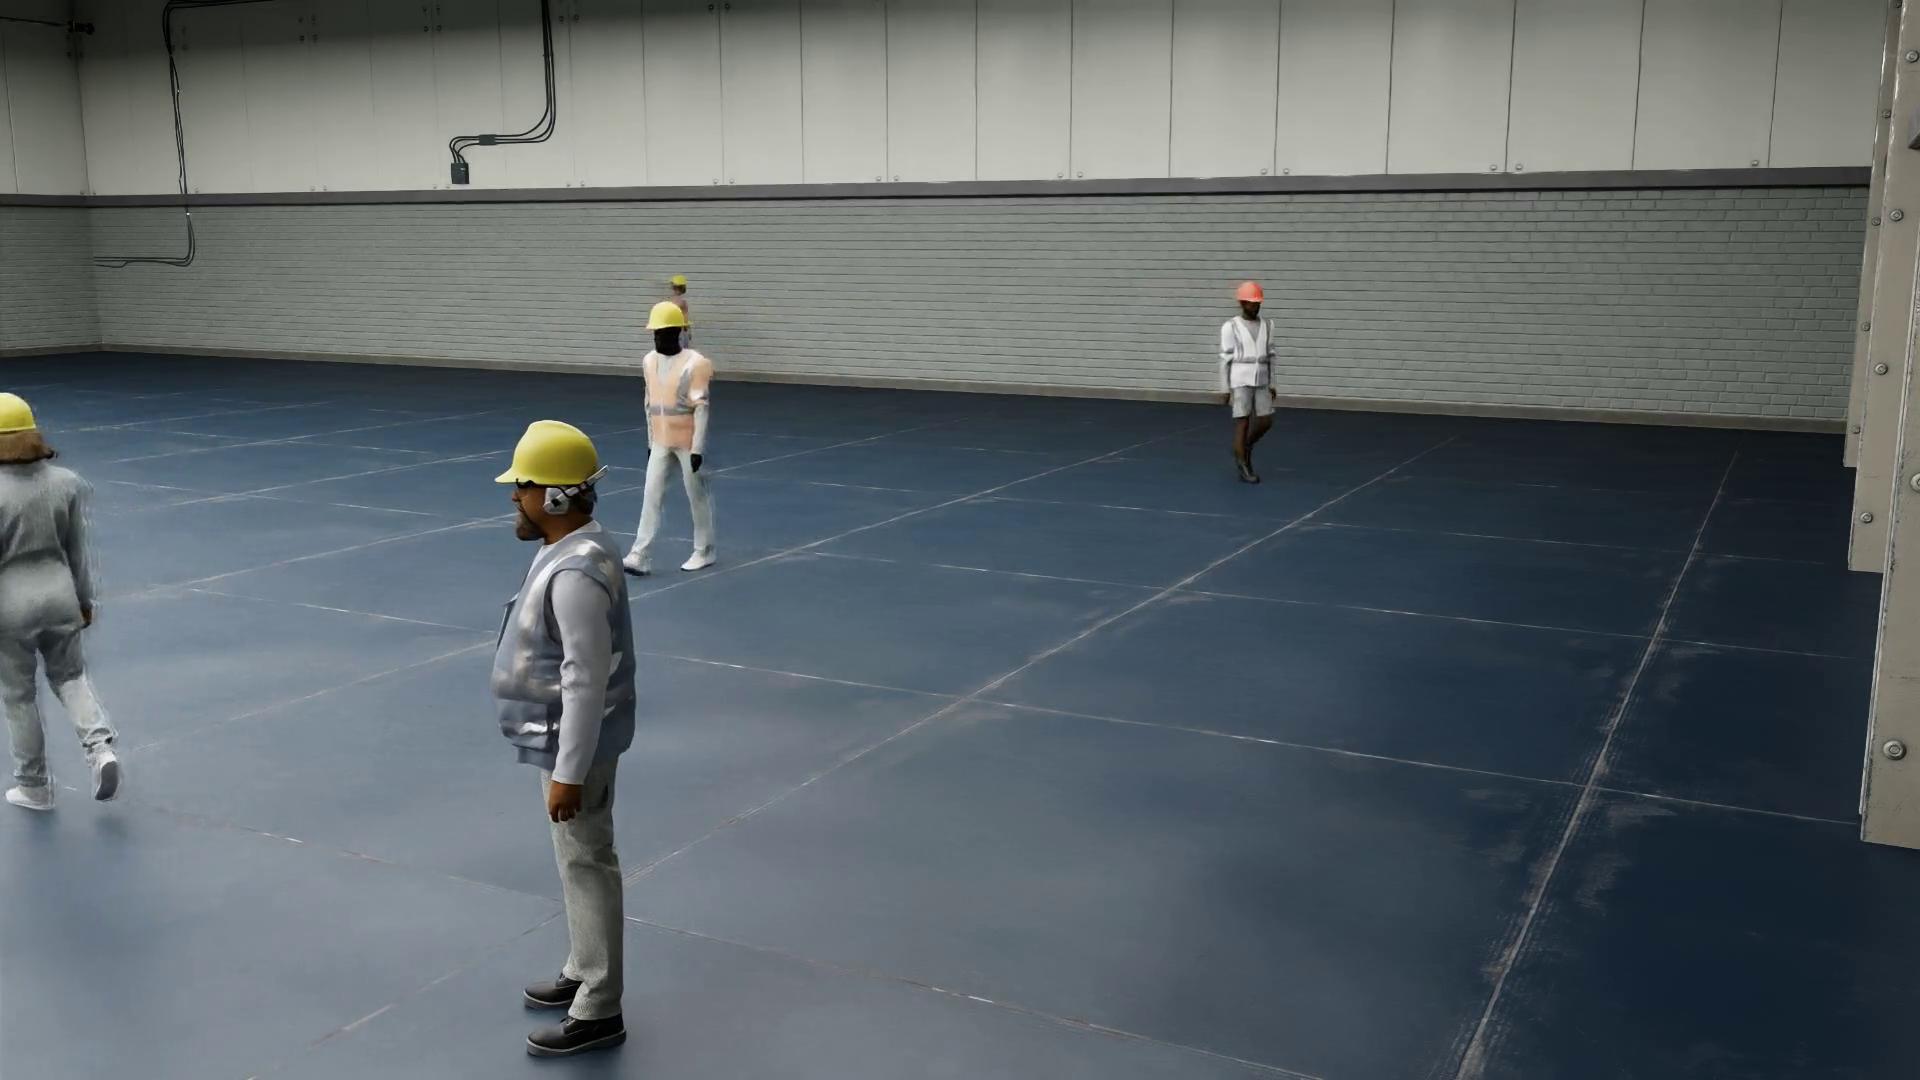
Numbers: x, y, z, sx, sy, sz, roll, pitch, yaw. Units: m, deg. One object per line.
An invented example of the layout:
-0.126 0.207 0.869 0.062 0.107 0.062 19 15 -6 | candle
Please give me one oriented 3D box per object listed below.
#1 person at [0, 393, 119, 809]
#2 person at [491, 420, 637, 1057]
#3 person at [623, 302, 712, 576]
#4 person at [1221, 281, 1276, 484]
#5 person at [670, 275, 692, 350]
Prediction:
-3.723 0.268 6.706 0.546 1.727 0.500 7 12 33 | person
-1.139 0.567 4.821 0.404 1.833 0.586 -3 11 -13 | person
-2.026 -0.674 11.423 0.612 1.884 0.925 6 12 30 | person
2.746 -1.506 15.874 0.578 1.923 0.487 -3 11 -17 | person
-4.416 -3.251 25.868 0.782 1.740 0.523 -4 11 -22 | person
